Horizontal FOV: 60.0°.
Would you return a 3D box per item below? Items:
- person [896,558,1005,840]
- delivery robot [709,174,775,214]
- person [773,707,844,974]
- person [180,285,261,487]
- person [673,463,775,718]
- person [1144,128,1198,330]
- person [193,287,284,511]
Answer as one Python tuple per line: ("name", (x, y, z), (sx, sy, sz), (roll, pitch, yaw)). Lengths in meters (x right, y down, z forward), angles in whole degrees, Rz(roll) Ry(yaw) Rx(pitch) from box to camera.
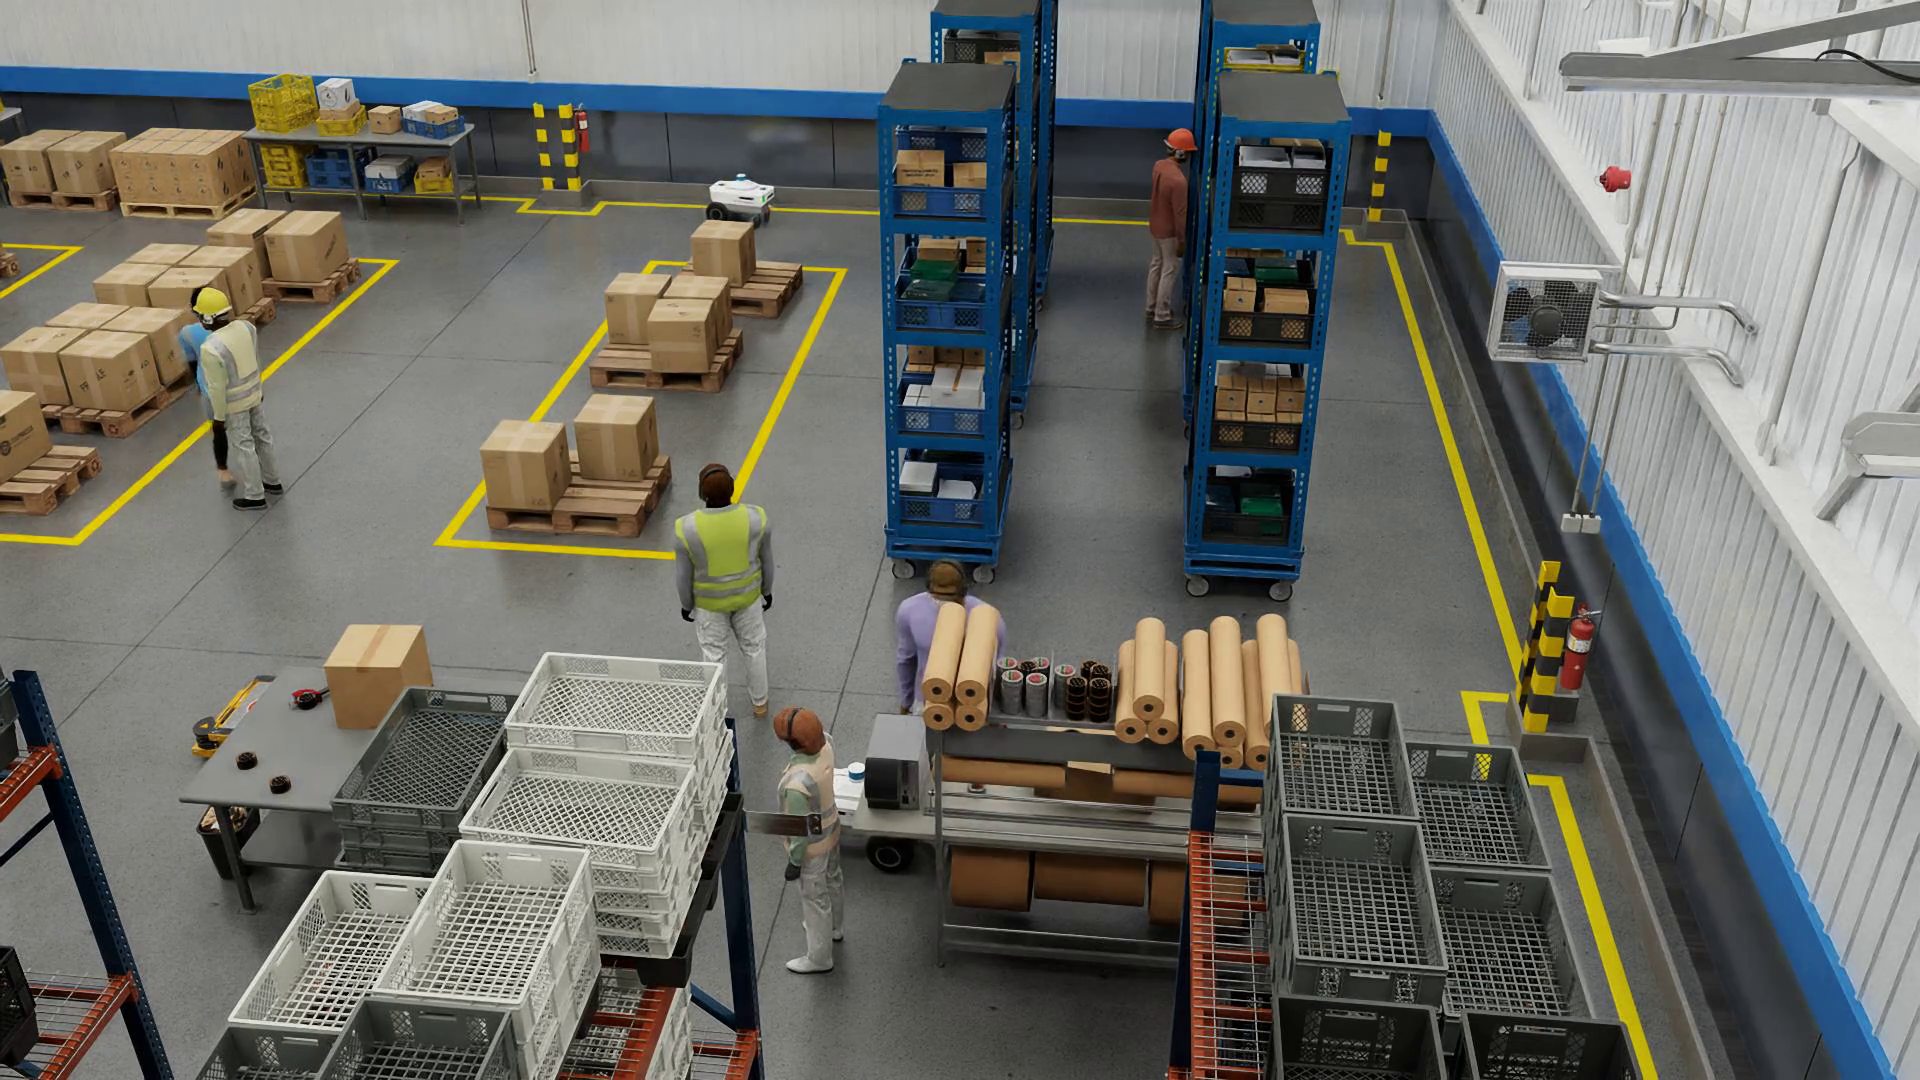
("person", (-0.060, 0.919, 9.438), (0.626, 1.931, 0.376), (8, 31, 14))
("delivery robot", (-2.493, -3.951, 19.063), (0.707, 0.478, 0.477), (9, 31, 15))
("person", (-0.772, 1.548, 8.635), (0.310, 1.639, 0.514), (7, 31, 12))
("person", (-5.944, -1.254, 13.425), (0.538, 1.668, 0.777), (-2, 30, -3))
("person", (-1.475, 0.345, 10.502), (0.626, 1.846, 0.429), (-10, 32, -17))
("person", (2.045, -3.011, 16.135), (0.410, 1.980, 0.625), (-9, 31, -15))
("person", (-5.664, -1.105, 13.002), (0.403, 1.834, 0.587), (6, 31, 11))
